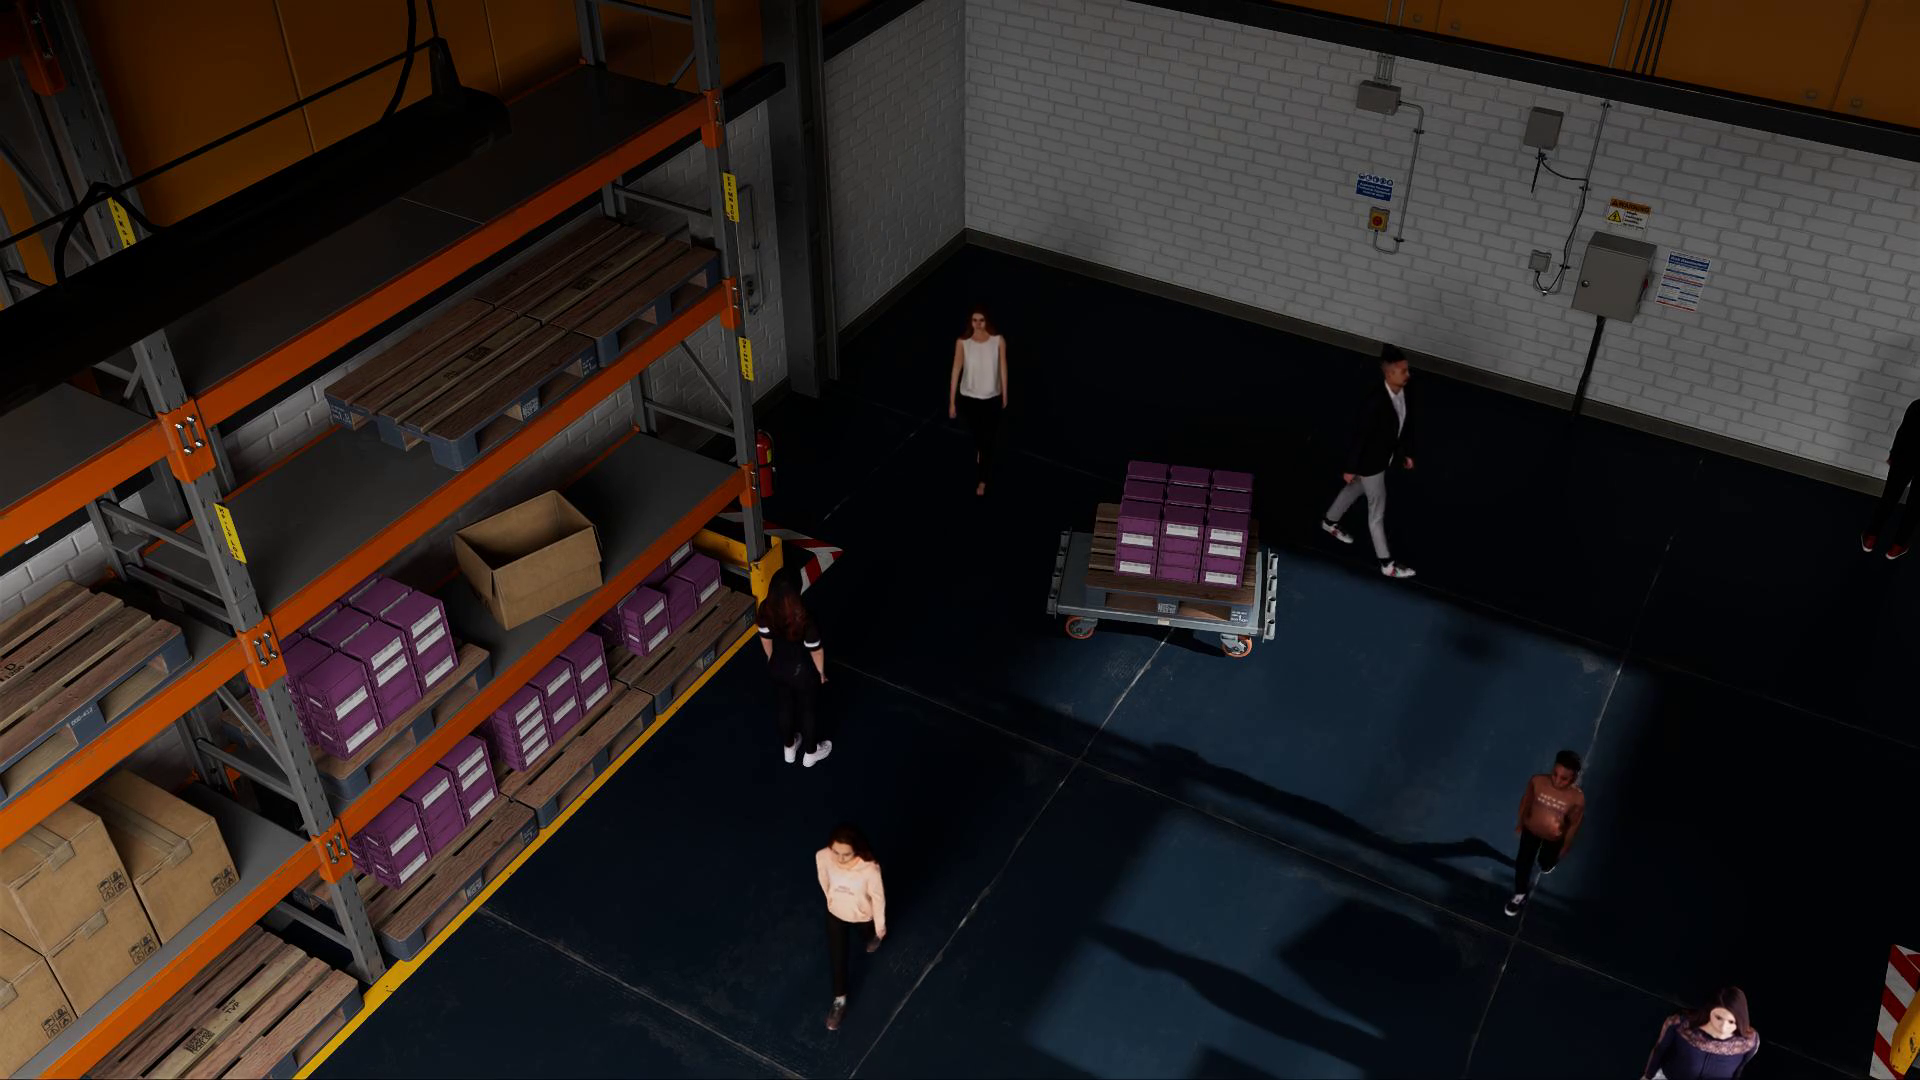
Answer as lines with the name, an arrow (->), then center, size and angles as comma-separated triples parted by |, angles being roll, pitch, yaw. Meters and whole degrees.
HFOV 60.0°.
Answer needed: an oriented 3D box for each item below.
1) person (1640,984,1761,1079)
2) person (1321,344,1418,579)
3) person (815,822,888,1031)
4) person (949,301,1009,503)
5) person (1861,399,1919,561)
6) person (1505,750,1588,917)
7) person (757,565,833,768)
person -> 3.684, 2.812, 8.451 | 0.648, 1.607, 0.611 | 10, 40, 13
person -> 3.065, -0.679, 12.585 | 1.217, 1.904, 1.026 | -29, 47, -31
person -> -0.584, 2.060, 9.521 | 0.758, 1.448, 1.081 | 10, 40, 12
person -> 0.166, -1.203, 13.424 | 0.894, 1.676, 1.164 | 4, 39, 5
person -> 7.289, -0.580, 12.644 | 0.615, 1.675, 0.574 | 25, 45, 28
person -> 3.584, 1.727, 10.102 | 0.599, 1.243, 0.823 | 27, 46, 30
person -> -1.085, 0.834, 10.904 | 0.623, 1.639, 0.606 | 15, 41, 18
